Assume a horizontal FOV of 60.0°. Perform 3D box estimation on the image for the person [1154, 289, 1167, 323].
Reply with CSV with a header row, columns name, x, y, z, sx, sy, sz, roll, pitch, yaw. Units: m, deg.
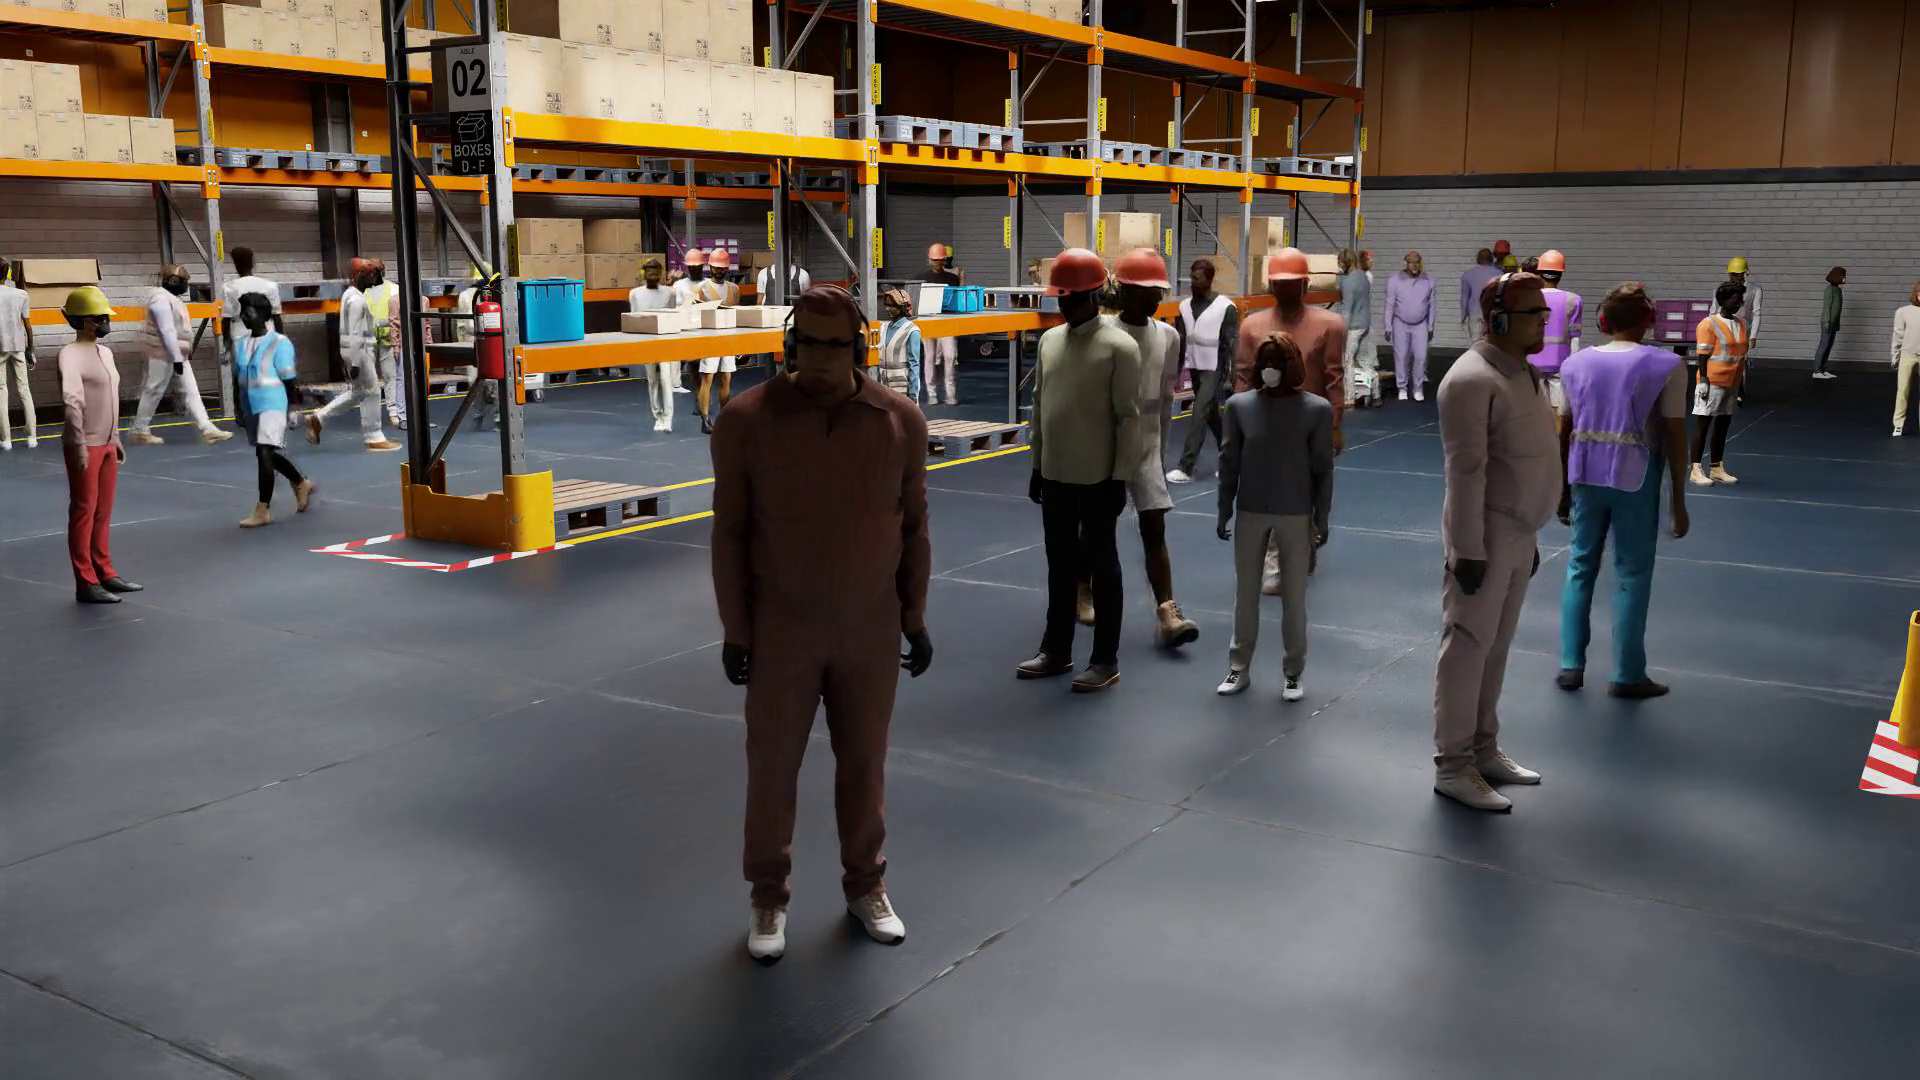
name,x,y,z,sx,sy,sz,roll,pitch,yaw
person,2.727,-3.320,24.652,0.644,1.801,0.902,0,10,-1

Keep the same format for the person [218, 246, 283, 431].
name,x,y,z,sx,sy,sz,roll,pitch,yaw
person,-7.459,-2.100,17.541,0.662,1.952,0.441,-8,13,-39

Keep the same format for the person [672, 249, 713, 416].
name,x,y,z,sx,sy,sz,roll,pitch,yaw
person,-3.045,-2.360,19.042,0.564,1.912,0.716,1,10,4

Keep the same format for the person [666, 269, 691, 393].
name,x,y,z,sx,sy,sz,roll,pitch,yaw
person,-3.780,-2.770,22.097,0.311,1.637,0.513,-4,11,-20

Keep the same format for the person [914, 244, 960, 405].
name,x,y,z,sx,sy,sz,roll,pitch,yaw
person,-0.266,-2.613,20.297,0.632,1.974,0.692,-2,10,-11

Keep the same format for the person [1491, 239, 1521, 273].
name,x,y,z,sx,sy,sz,roll,pitch,yaw
person,8.346,-3.618,25.719,0.617,2.032,0.567,2,10,11

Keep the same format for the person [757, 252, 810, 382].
name,x,y,z,sx,sy,sz,roll,pitch,yaw
person,-2.217,-2.759,20.919,0.673,2.000,0.535,-1,10,-5

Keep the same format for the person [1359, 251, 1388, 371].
name,x,y,z,sx,sy,sz,roll,pitch,yaw
person,6.086,-3.388,24.934,0.569,1.841,0.851,-9,13,-40

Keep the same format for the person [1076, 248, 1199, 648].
name,x,y,z,sx,sy,sz,roll,pitch,yaw
person,0.857,-0.465,8.386,0.622,1.979,1.101,-4,11,-21

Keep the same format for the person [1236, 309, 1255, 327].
name,x,y,z,sx,sy,sz,roll,pitch,yaw
person,4.306,-3.455,25.133,0.501,1.906,0.668,-4,11,-23

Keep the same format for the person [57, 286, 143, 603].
name,x,y,z,sx,sy,sz,roll,pitch,yaw
person,-4.857,-0.537,9.366,0.327,1.769,0.525,0,10,-2

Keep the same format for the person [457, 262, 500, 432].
name,x,y,z,sx,sy,sz,roll,pitch,yaw
person,-4.968,-2.014,17.489,0.620,1.797,0.525,-1,10,-8

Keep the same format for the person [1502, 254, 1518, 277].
name,x,y,z,sx,sy,sz,roll,pitch,yaw
person,8.390,-3.458,25.448,0.583,1.802,0.554,-3,11,-17

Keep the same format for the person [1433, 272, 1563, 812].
name,x,y,z,sx,sy,sz,roll,pitch,yaw
person,1.955,-0.003,6.016,0.406,1.910,0.636,7,13,36

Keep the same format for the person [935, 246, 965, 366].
name,x,y,z,sx,sy,sz,roll,pitch,yaw
person,-0.203,-3.778,26.873,0.585,1.929,0.371,-1,10,-3

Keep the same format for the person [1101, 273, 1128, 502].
name,x,y,z,sx,sy,sz,roll,pitch,yaw
person,1.164,-1.174,12.896,0.326,1.767,0.533,-1,10,-5

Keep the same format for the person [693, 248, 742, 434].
name,x,y,z,sx,sy,sz,roll,pitch,yaw
person,-2.522,-2.081,17.460,0.547,1.934,0.375,-8,13,-39

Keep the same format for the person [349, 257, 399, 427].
name,x,y,z,sx,sy,sz,roll,pitch,yaw
person,-6.341,-2.149,18.110,0.620,1.837,0.429,-4,11,-23

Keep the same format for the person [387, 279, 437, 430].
name,x,y,z,sx,sy,sz,roll,pitch,yaw
person,-5.863,-2.061,17.812,0.312,1.768,0.522,7,12,33

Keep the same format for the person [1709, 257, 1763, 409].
name,x,y,z,sx,sy,sz,roll,pitch,yaw
person,9.284,-2.483,19.993,0.588,1.823,0.403,9,14,41

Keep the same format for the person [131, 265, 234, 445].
name,x,y,z,sx,sy,sz,roll,pitch,yaw
person,-7.781,-1.817,16.438,0.963,1.778,0.629,-1,10,-7

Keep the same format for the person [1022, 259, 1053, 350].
name,x,y,z,sx,sy,sz,roll,pitch,yaw
person,1.003,-2.471,19.995,0.504,1.794,0.737,4,11,22

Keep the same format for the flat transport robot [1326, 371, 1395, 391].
name,x,y,z,sx,sy,sz,roll,pitch,yaw
flat transport robot,5.482,-2.145,22.420,0.652,0.197,1.431,6,12,31

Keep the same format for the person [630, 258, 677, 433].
name,x,y,z,sx,sy,sz,roll,pitch,yaw
person,-3.190,-2.030,17.483,0.525,1.829,0.831,-1,10,-7

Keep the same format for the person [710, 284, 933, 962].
name,x,y,z,sx,sy,sz,roll,pitch,yaw
person,-0.376,0.234,4.726,0.643,1.902,0.400,-3,11,-17

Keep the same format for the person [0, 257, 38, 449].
name,x,y,z,sx,sy,sz,roll,pitch,yaw
person,-9.262,-1.813,16.151,0.512,1.872,0.328,-10,14,-44

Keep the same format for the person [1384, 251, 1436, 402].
name,x,y,z,sx,sy,sz,roll,pitch,yaw
person,5.637,-2.660,20.808,0.668,1.872,0.806,1,10,4

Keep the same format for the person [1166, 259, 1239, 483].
name,x,y,z,sx,sy,sz,roll,pitch,yaw
person,2.090,-1.425,14.046,0.996,1.872,0.638,-7,12,-34

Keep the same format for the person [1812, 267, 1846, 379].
name,x,y,z,sx,sy,sz,roll,pitch,yaw
person,12.761,-3.176,24.376,0.288,1.627,0.502,10,14,43

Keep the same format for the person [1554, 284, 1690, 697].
name,x,y,z,sx,sy,sz,roll,pitch,yaw
person,2.921,-0.204,7.393,0.402,1.827,0.620,-10,14,-43

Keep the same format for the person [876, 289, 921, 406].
name,x,y,z,sx,sy,sz,roll,pitch,yaw
person,-0.482,-1.187,13.346,0.313,1.633,0.511,-7,12,-35

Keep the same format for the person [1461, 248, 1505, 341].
name,x,y,z,sx,sy,sz,roll,pitch,yaw
person,7.497,-3.216,23.846,0.621,1.906,0.732,4,11,20

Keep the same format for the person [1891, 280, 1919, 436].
name,x,y,z,sx,sy,sz,roll,pitch,yaw
person,9.858,-1.863,17.109,0.498,1.625,0.281,6,12,29

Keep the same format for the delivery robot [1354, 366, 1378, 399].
name,x,y,z,sx,sy,sz,roll,pitch,yaw
delivery robot,4.825,-1.908,20.052,0.477,0.478,0.707,4,11,22

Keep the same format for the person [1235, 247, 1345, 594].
name,x,y,z,sx,sy,sz,roll,pitch,yaw
person,1.892,-0.681,9.567,0.642,1.982,0.512,4,11,21

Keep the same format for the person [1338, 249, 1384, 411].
name,x,y,z,sx,sy,sz,roll,pitch,yaw
person,4.736,-2.484,19.744,0.536,1.915,0.778,7,12,33

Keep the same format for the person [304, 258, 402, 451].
name,x,y,z,sx,sy,sz,roll,pitch,yaw
person,-5.818,-1.747,15.822,0.798,1.861,0.617,-5,11,-25

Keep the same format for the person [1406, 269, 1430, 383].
name,x,y,z,sx,sy,sz,roll,pitch,yaw
person,6.494,-3.073,23.661,0.493,1.689,0.665,5,11,26

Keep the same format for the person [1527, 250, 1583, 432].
name,x,y,z,sx,sy,sz,roll,pitch,yaw
person,4.923,-1.457,13.990,0.544,1.938,0.360,2,10,11

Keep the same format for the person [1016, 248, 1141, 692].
name,x,y,z,sx,sy,sz,roll,pitch,yaw
person,0.534,-0.315,7.526,0.388,1.987,0.608,-10,14,-43

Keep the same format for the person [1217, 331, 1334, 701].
name,x,y,z,sx,sy,sz,roll,pitch,yaw
person,1.380,-0.103,7.328,0.507,1.631,0.266,4,11,22

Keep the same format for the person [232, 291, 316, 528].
name,x,y,z,sx,sy,sz,roll,pitch,yaw
person,-4.949,-0.956,11.967,0.538,1.672,0.788,4,11,23

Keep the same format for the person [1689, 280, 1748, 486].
name,x,y,z,sx,sy,sz,roll,pitch,yaw
person,6.293,-1.293,13.757,0.533,1.694,0.319,-5,11,-26

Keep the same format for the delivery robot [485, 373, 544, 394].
name,x,y,z,sx,sy,sz,roll,pitch,yaw
delivery robot,-5.514,-2.002,20.584,0.477,0.478,0.707,8,13,39

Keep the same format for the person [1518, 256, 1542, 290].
name,x,y,z,sx,sy,sz,roll,pitch,yaw
person,5.447,-1.783,16.001,0.533,1.863,0.310,4,11,20
